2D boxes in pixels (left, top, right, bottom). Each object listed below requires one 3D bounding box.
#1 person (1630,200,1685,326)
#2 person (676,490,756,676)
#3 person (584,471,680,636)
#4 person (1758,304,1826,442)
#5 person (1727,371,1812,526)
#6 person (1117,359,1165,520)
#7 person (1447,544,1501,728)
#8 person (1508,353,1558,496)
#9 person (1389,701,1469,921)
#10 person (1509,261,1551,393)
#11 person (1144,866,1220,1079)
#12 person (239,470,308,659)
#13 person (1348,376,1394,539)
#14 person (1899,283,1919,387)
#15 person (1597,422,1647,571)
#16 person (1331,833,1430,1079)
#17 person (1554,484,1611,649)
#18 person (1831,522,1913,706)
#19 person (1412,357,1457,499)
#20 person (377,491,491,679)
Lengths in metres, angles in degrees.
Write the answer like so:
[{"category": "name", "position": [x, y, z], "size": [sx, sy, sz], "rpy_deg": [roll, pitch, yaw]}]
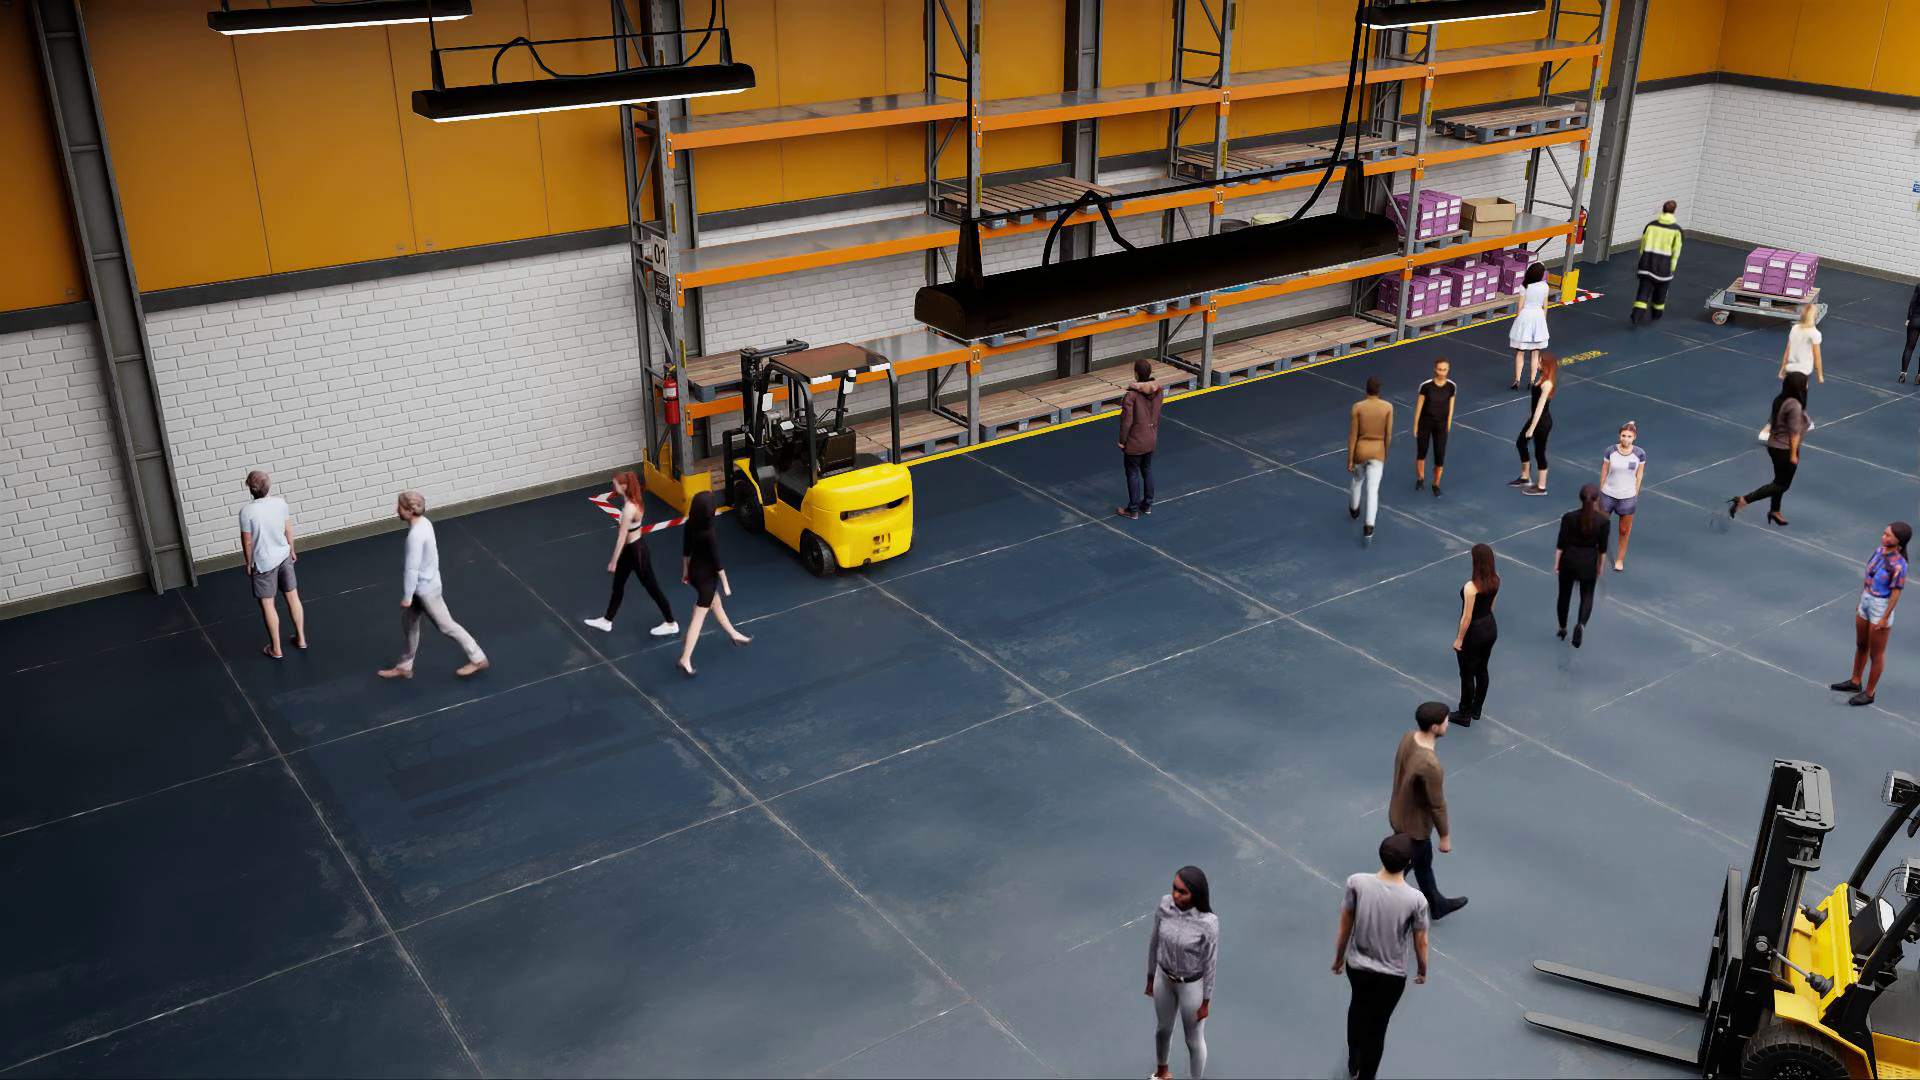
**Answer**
[{"category": "person", "position": [10.743, -4.242, 25.733], "size": [1.090, 1.942, 1.378], "rpy_deg": [15, 28, 31]}, {"category": "person", "position": [-2.423, 0.446, 15.237], "size": [1.111, 1.758, 0.661], "rpy_deg": [-17, 29, -34]}, {"category": "person", "position": [-2.999, 0.169, 15.942], "size": [1.204, 1.702, 0.911], "rpy_deg": [-5, 24, -10]}, {"category": "person", "position": [10.481, -2.057, 20.959], "size": [1.256, 1.761, 0.903], "rpy_deg": [-6, 24, -13]}, {"category": "person", "position": [8.995, -0.956, 18.369], "size": [1.106, 1.819, 1.009], "rpy_deg": [2, 24, 3]}, {"category": "person", "position": [2.031, -1.151, 18.780], "size": [0.631, 1.847, 0.832], "rpy_deg": [-19, 30, -36]}, {"category": "person", "position": [4.489, 0.823, 14.463], "size": [0.490, 1.687, 0.636], "rpy_deg": [-17, 29, -33]}, {"category": "person", "position": [6.840, -1.334, 19.364], "size": [0.804, 1.714, 0.744], "rpy_deg": [3, 24, 7]}, {"category": "person", "position": [3.076, 1.973, 11.624], "size": [1.146, 1.855, 0.990], "rpy_deg": [-2, 24, -4]}, {"category": "person", "position": [7.844, -2.933, 22.893], "size": [0.855, 1.818, 0.916], "rpy_deg": [4, 24, 9]}, {"category": "person", "position": [1.349, 2.711, 10.098], "size": [0.645, 1.724, 0.581], "rpy_deg": [19, 30, 37]}, {"category": "person", "position": [-6.486, 0.214, 15.676], "size": [0.751, 1.832, 0.579], "rpy_deg": [19, 30, 36]}, {"category": "person", "position": [4.503, -0.878, 18.247], "size": [1.196, 1.772, 1.251], "rpy_deg": [3, 24, 8]}, {"category": "person", "position": [13.437, -3.010, 23.202], "size": [0.639, 1.712, 0.599], "rpy_deg": [16, 28, 32]}, {"category": "person", "position": [6.931, -0.467, 17.498], "size": [0.641, 1.620, 0.667], "rpy_deg": [9, 25, 21]}, {"category": "person", "position": [2.495, 2.649, 10.089], "size": [0.861, 1.846, 0.929], "rpy_deg": [13, 27, 28]}, {"category": "person", "position": [5.853, 0.286, 15.742], "size": [0.883, 1.647, 0.981], "rpy_deg": [7, 25, 16]}, {"category": "person", "position": [8.174, 0.638, 14.818], "size": [0.681, 1.741, 0.667], "rpy_deg": [-1, 24, -3]}, {"category": "person", "position": [5.534, -1.378, 19.545], "size": [0.843, 1.650, 0.905], "rpy_deg": [5, 24, 11]}, {"category": "person", "position": [-4.758, 0.453, 15.113], "size": [1.327, 1.846, 0.958], "rpy_deg": [-6, 24, -14]}]
